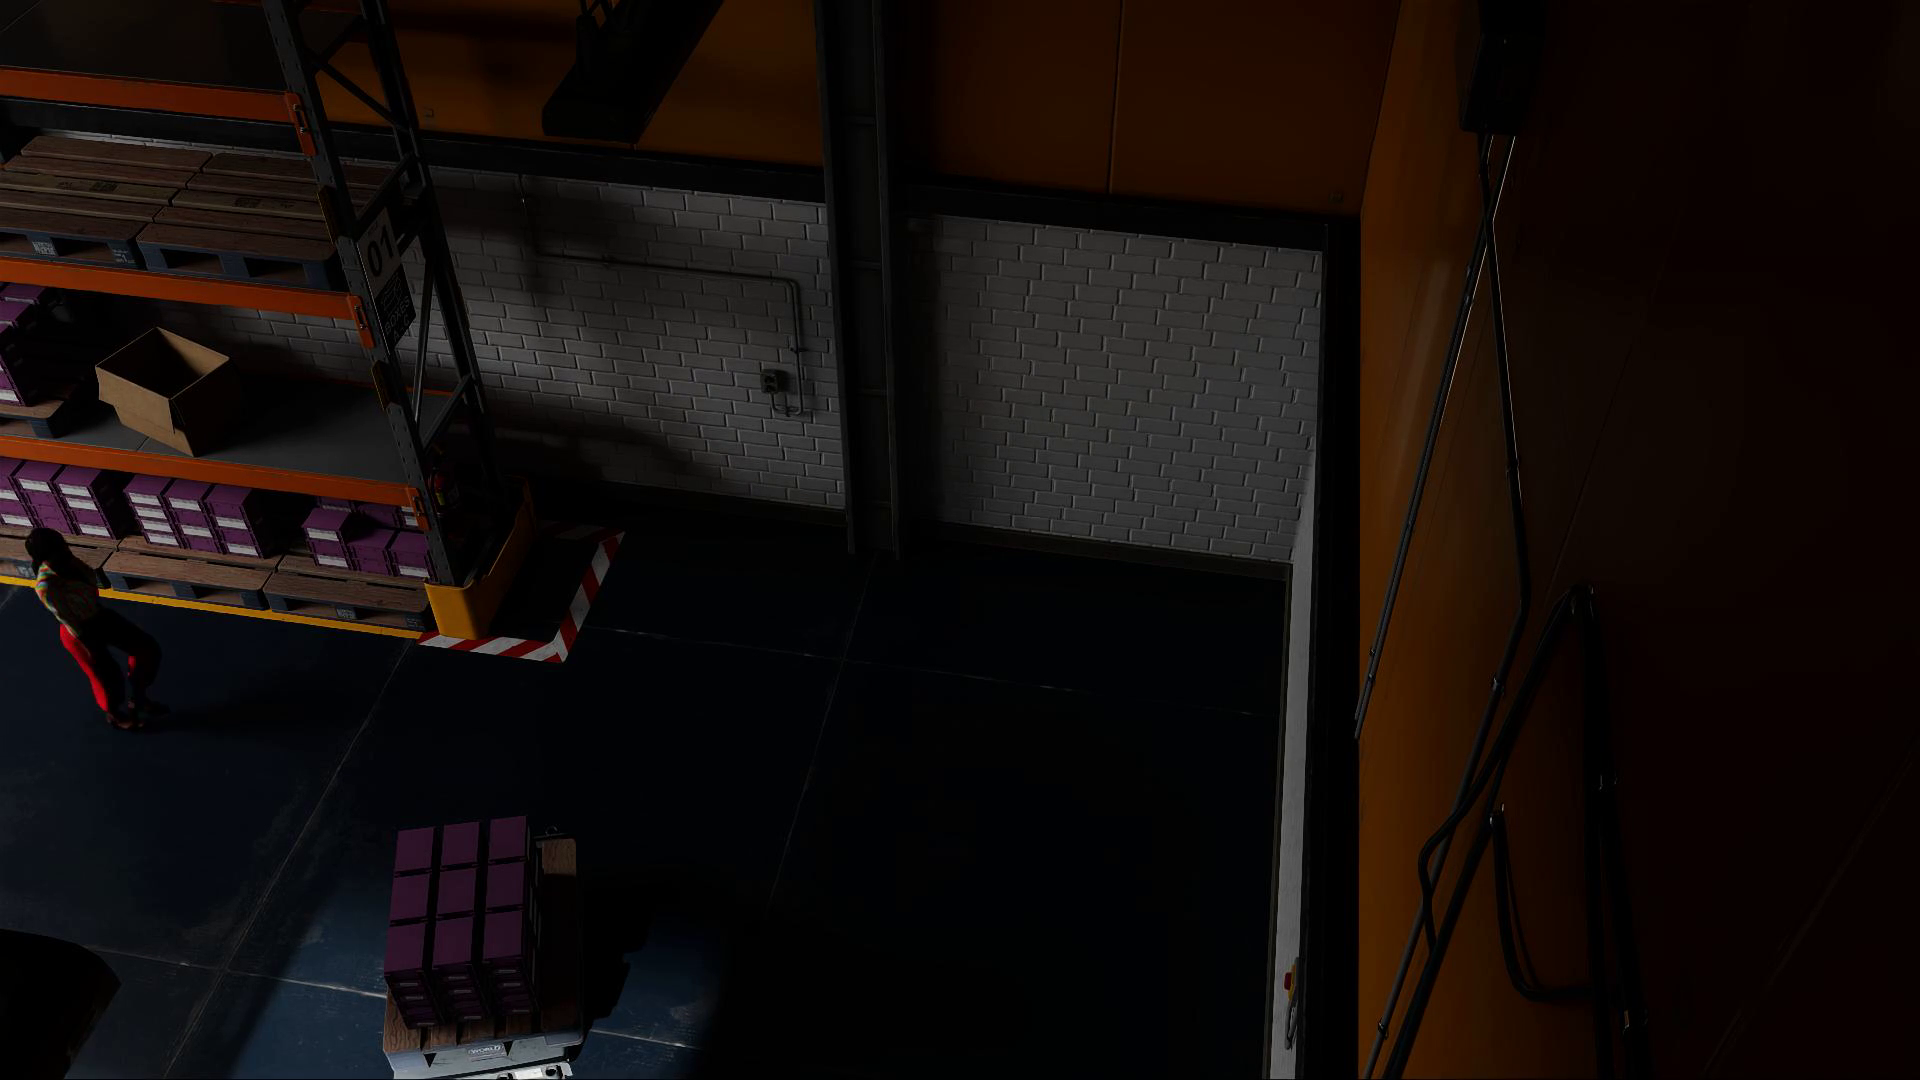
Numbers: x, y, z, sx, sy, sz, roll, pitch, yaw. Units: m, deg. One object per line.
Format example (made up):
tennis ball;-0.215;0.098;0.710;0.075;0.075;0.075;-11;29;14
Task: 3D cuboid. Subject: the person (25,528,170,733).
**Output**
person;-5.499;0.595;10.366;0.767;1.780;0.668;-3;44;-3
